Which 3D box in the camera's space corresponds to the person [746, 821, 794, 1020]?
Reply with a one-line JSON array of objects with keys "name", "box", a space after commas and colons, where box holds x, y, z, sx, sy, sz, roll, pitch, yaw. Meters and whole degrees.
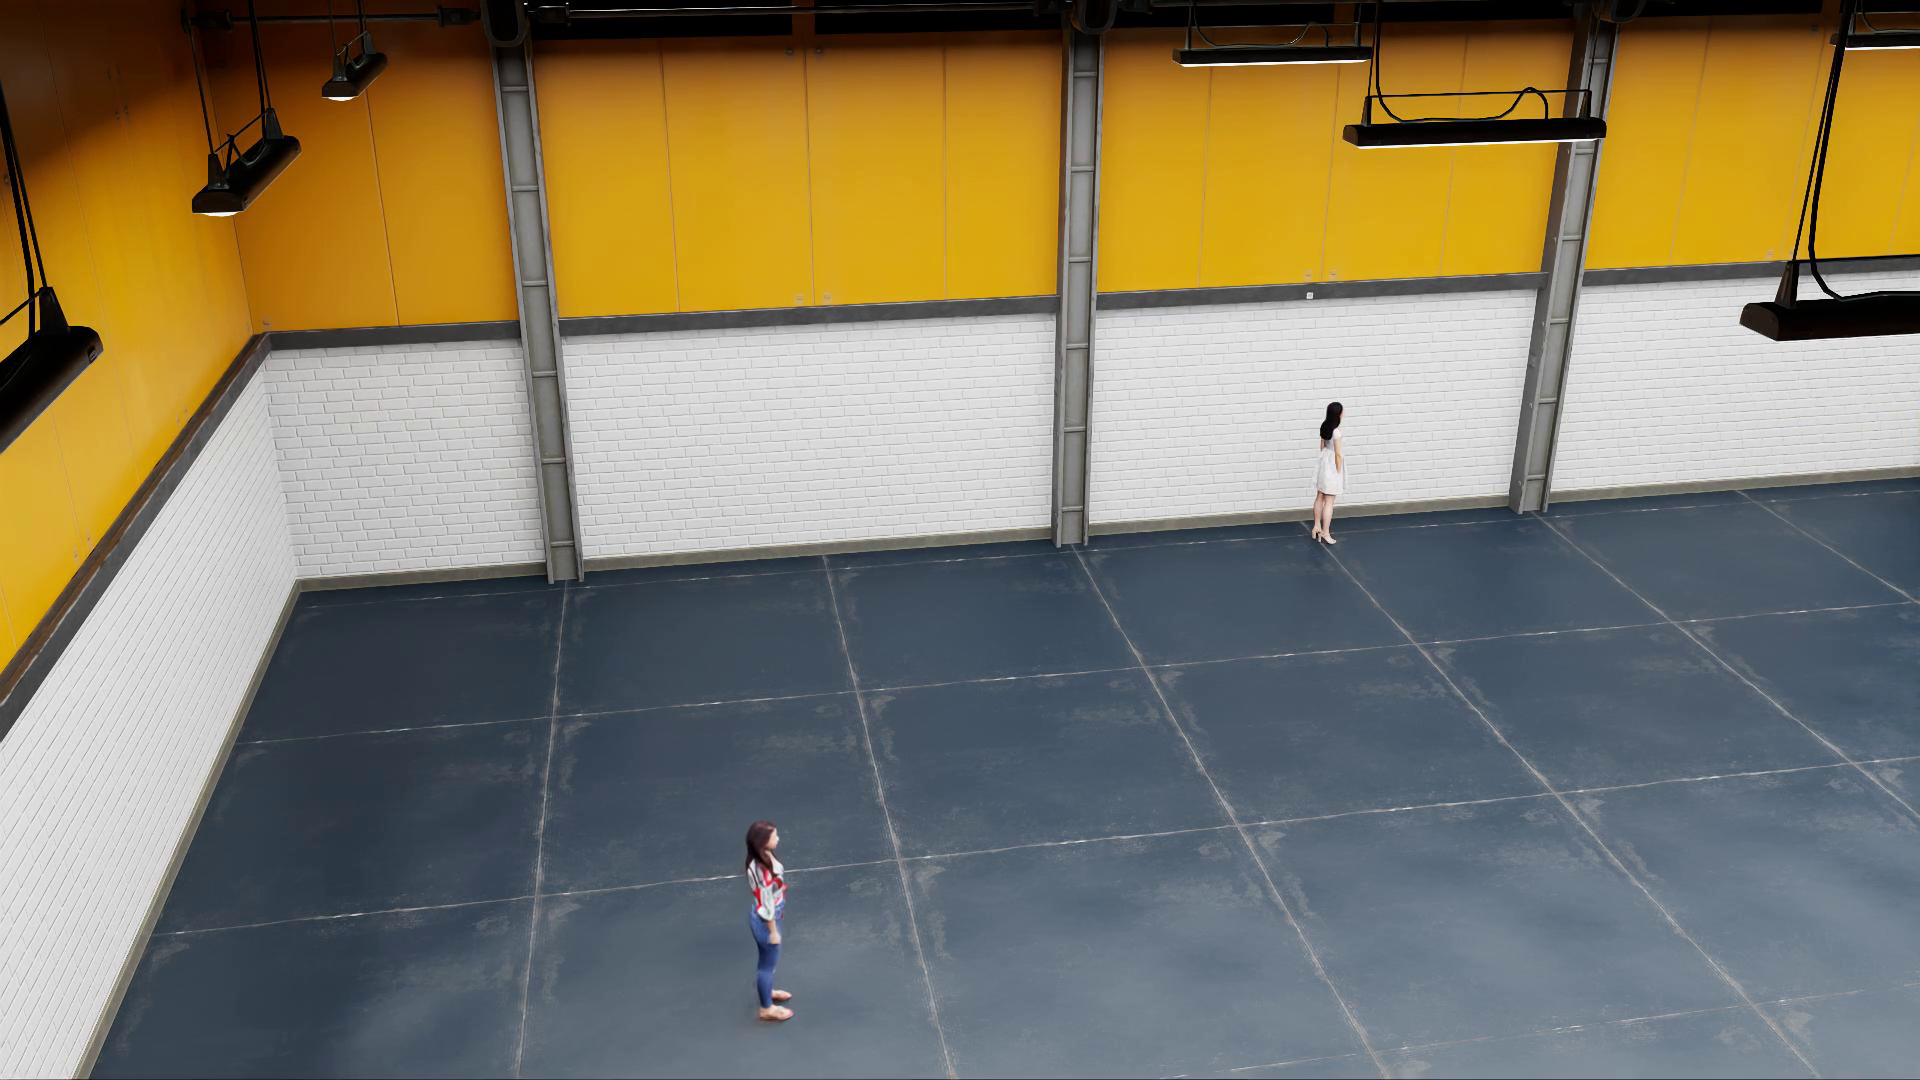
[{"name": "person", "box": [-1.405, 2.737, 12.029, 0.539, 1.613, 0.607, -1, 24, -3]}]

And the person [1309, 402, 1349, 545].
[{"name": "person", "box": [4.437, -0.818, 19.963, 0.652, 1.772, 0.664, -6, 24, -14]}]
